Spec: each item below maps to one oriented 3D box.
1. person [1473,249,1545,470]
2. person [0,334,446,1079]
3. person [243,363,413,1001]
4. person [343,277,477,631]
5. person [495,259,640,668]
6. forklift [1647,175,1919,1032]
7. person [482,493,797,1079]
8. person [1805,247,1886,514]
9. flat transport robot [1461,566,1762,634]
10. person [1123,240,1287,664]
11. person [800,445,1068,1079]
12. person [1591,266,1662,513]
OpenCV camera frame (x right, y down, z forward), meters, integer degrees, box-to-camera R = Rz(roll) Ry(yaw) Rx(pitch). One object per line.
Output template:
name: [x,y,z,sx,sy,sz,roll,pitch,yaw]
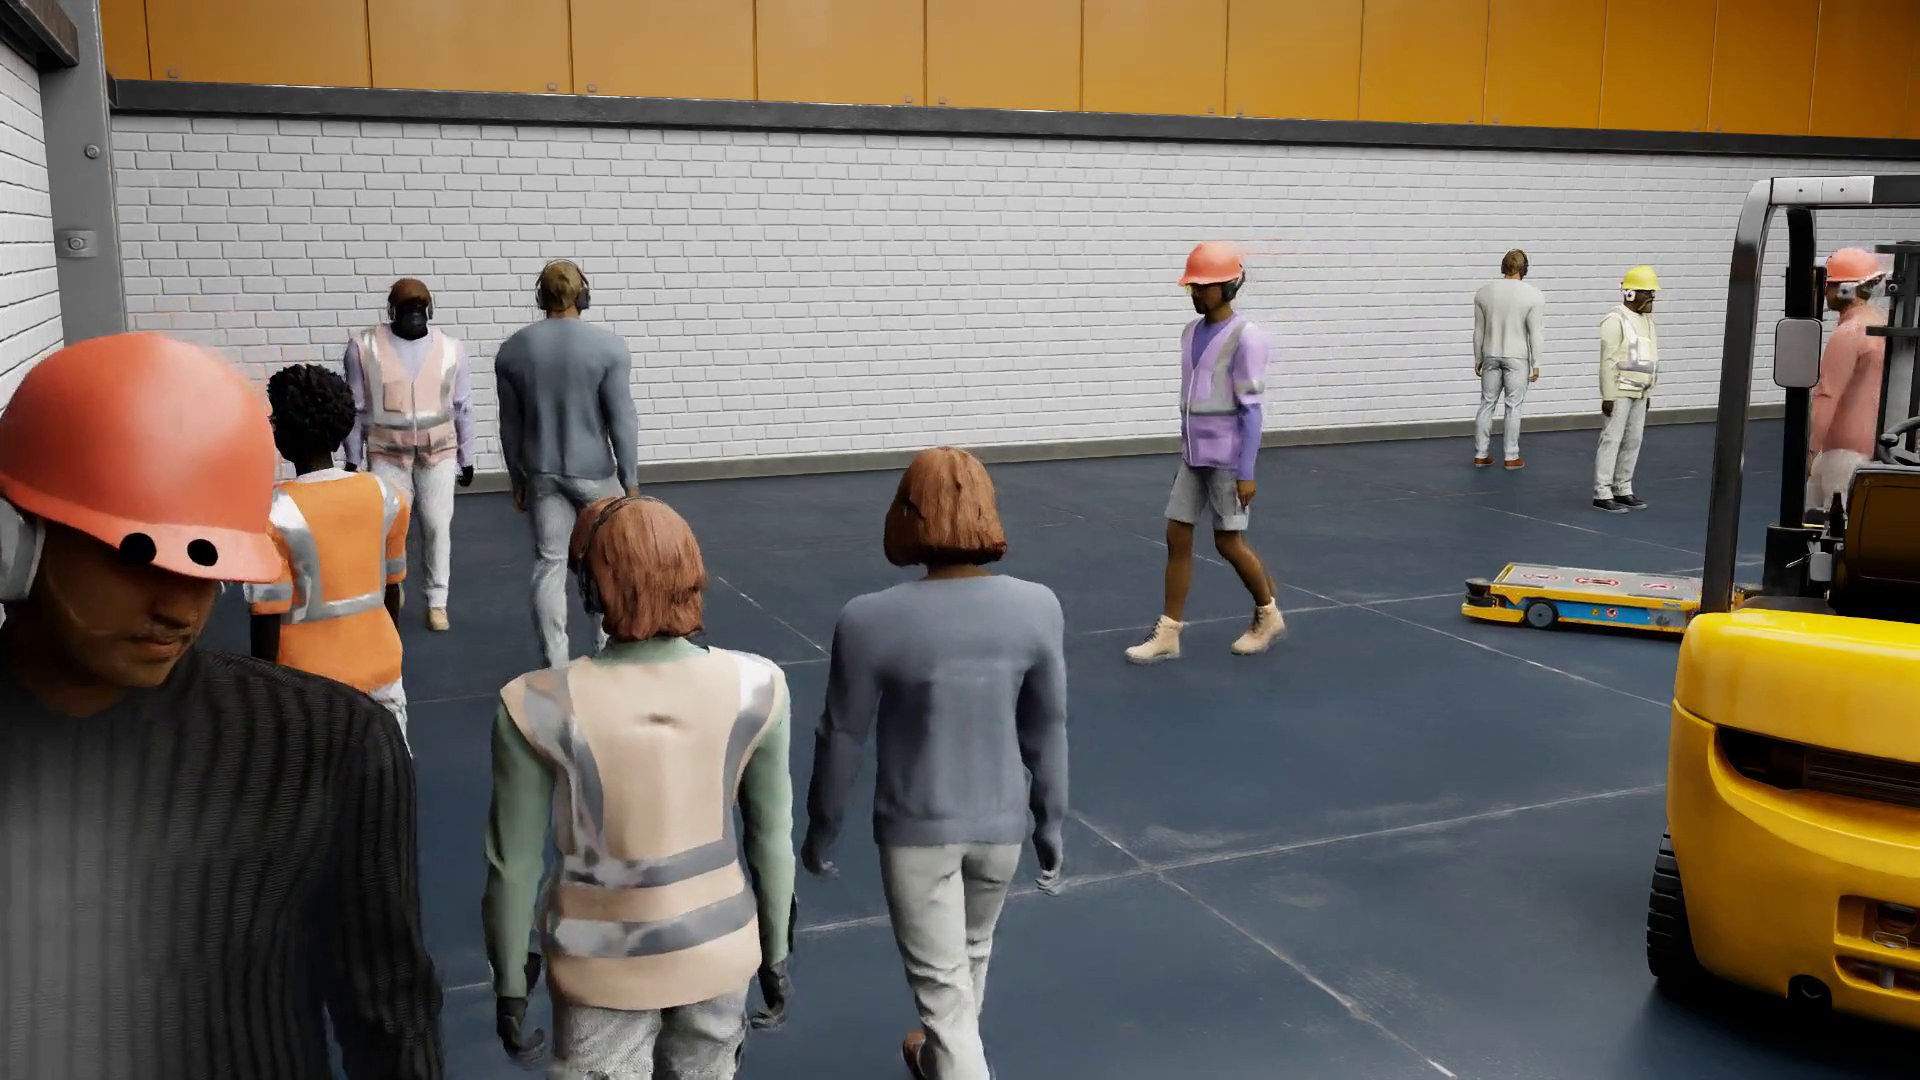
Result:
person: [4.808,-1.579,14.626,0.630,1.934,0.364,9,13,40]
person: [-0.834,0.776,1.640,0.656,1.924,1.013,-3,11,-17]
person: [-1.691,0.378,4.459,0.318,1.700,0.535,5,11,25]
person: [-2.834,-0.437,8.591,0.664,1.827,0.520,-5,11,-24]
person: [-1.734,-0.286,7.489,0.673,1.921,0.723,1,10,8]
forklift: [2.810,0.094,4.662,1.214,2.155,2.313,7,12,34]
person: [-0.500,0.731,2.744,0.525,1.614,0.709,-5,11,-26]
person: [4.468,-0.501,8.562,0.597,1.975,0.617,8,13,37]
flat transport robot: [3.430,0.316,8.739,1.431,0.197,0.652,5,11,26]
person: [1.226,-0.408,7.928,0.849,2.016,0.623,-5,11,-26]
person: [-0.069,0.597,3.515,0.520,1.593,0.817,-5,11,-25]
person: [4.958,-1.113,12.345,0.606,1.824,0.404,-8,13,-38]
